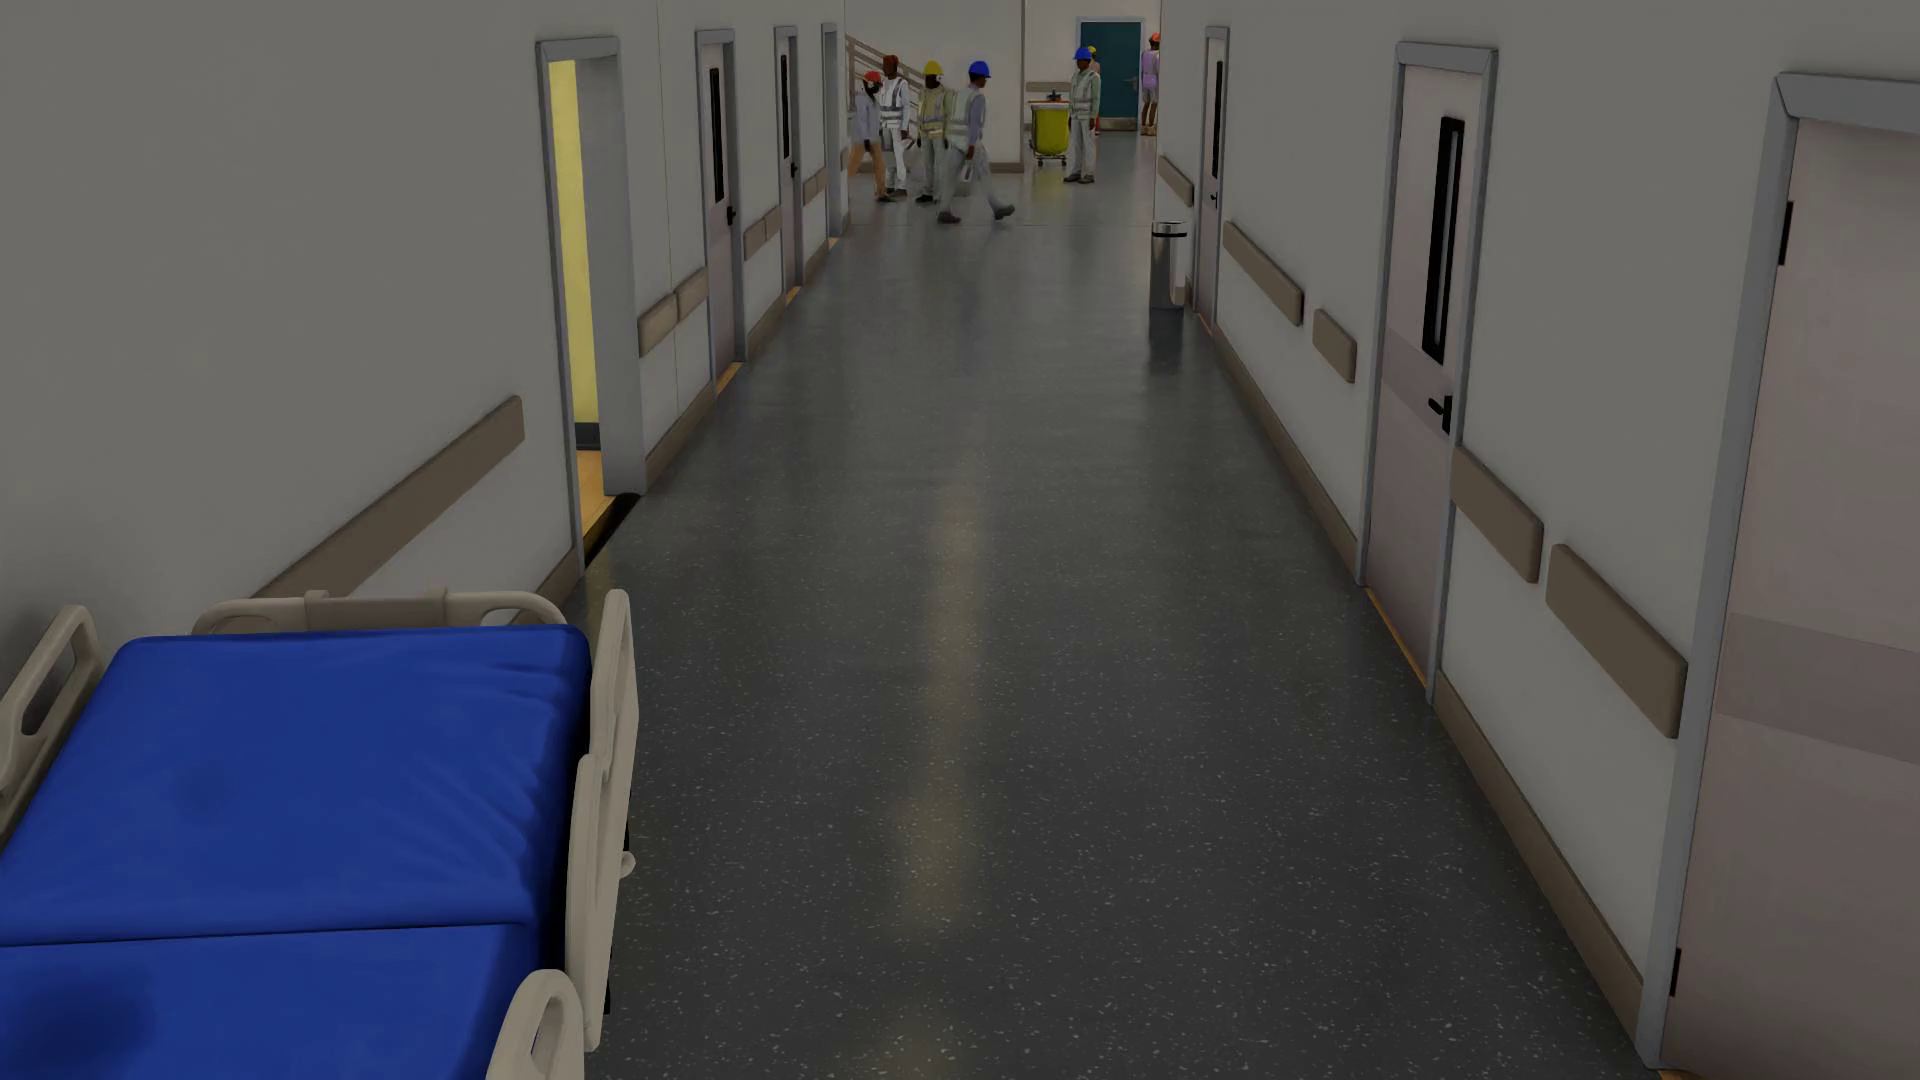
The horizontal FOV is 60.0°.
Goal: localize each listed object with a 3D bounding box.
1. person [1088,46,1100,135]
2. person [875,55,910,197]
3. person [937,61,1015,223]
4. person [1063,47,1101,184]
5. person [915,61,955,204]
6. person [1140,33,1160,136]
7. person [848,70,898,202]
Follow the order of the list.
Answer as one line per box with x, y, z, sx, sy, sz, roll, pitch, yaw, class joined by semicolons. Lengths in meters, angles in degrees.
2.649;-9.109;33.765;0.315;1.770;0.524;12;21;33;person
-0.915;-5.617;22.602;0.341;1.880;0.586;-14;23;-38;person
0.157;-4.743;19.861;1.066;1.874;0.597;-10;20;-29;person
1.806;-6.228;24.416;0.384;1.948;0.605;-13;22;-35;person
-0.349;-5.333;21.796;0.591;1.831;0.403;15;23;39;person
3.908;-9.208;33.662;0.409;2.028;0.618;-12;21;-32;person
-1.270;-5.325;21.986;0.857;1.716;0.571;9;20;26;person
